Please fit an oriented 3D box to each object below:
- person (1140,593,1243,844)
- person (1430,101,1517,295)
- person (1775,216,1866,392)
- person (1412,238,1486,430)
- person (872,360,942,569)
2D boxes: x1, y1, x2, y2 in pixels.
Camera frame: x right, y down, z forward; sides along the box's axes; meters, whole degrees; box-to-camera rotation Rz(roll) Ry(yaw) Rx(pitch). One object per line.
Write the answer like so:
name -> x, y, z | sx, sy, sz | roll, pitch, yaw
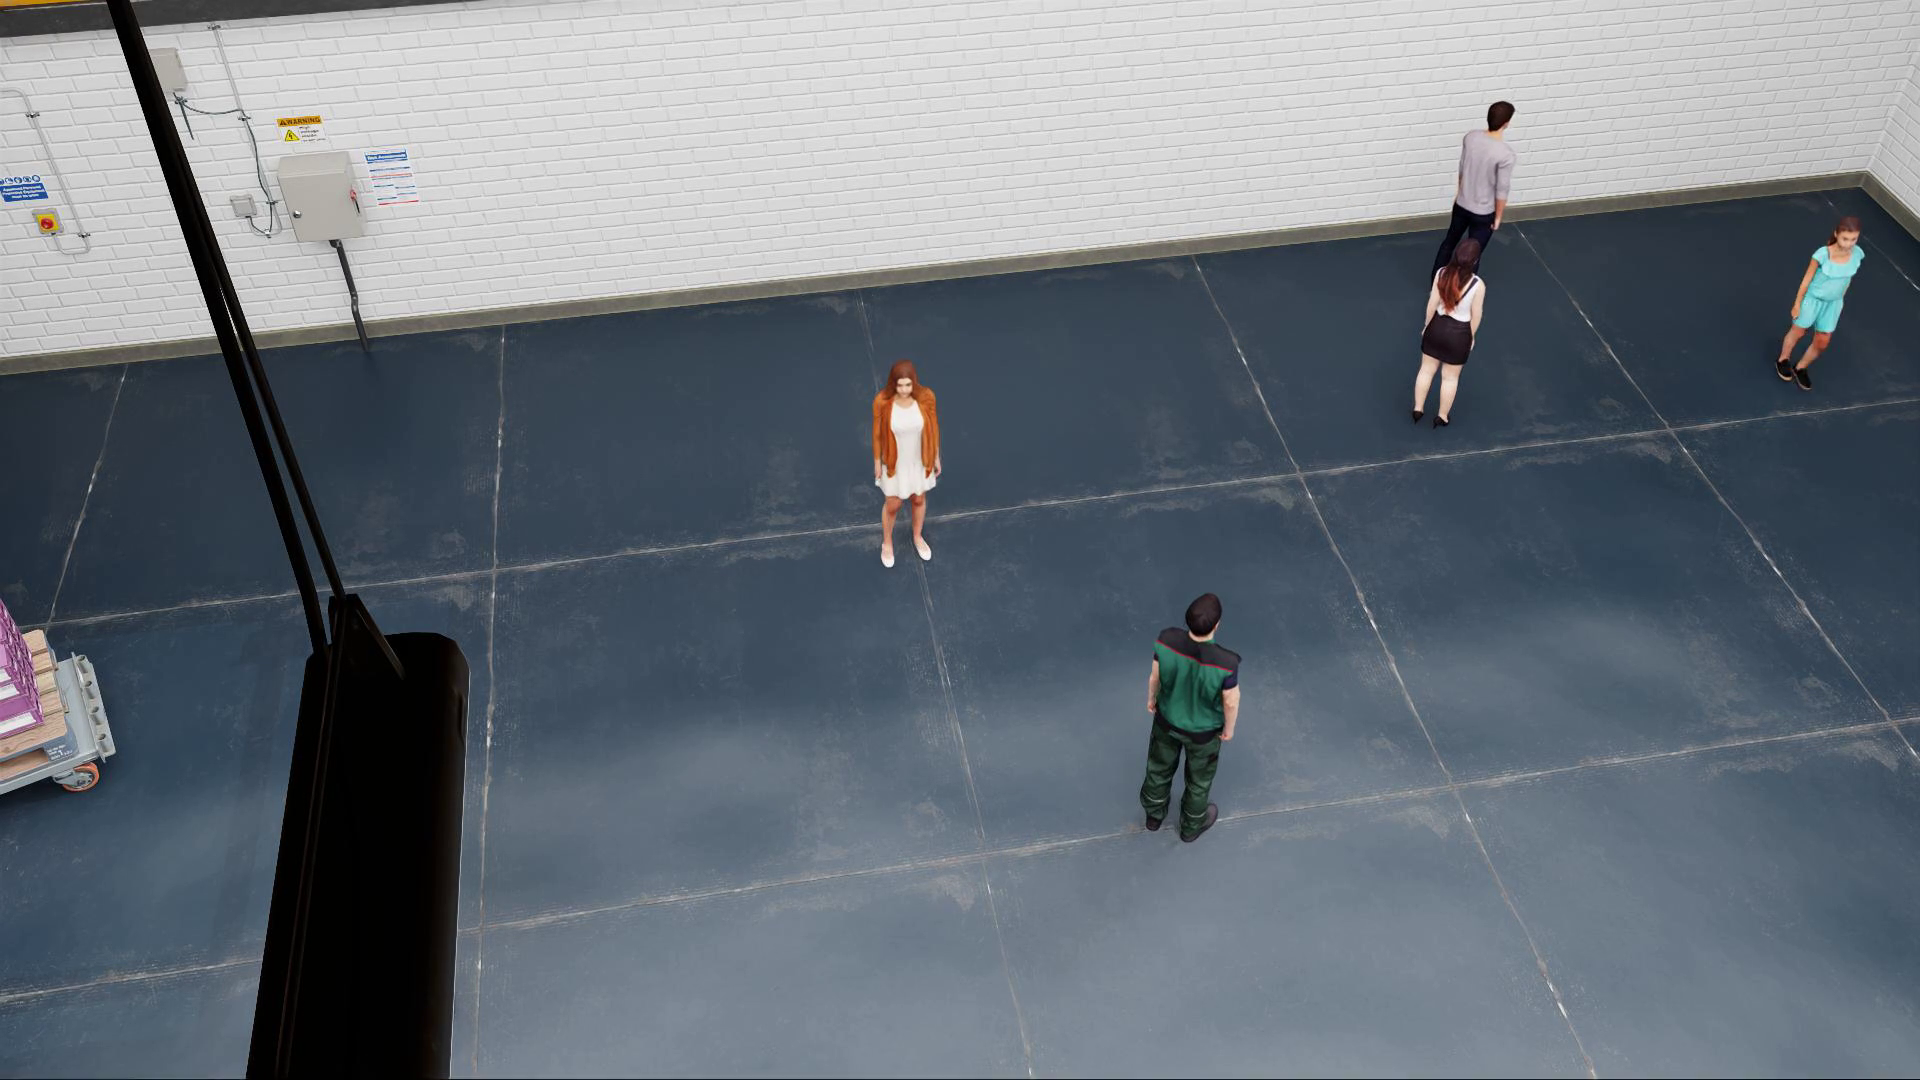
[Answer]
person -> 1.314, 1.022, 9.561 | 0.766, 1.899, 0.792 | 20, 47, 20
person -> 4.196, -2.731, 13.542 | 0.786, 1.842, 0.641 | -27, 50, -26
person -> 6.641, -1.892, 12.883 | 0.635, 1.535, 0.695 | 3, 44, 3
person -> 3.645, -1.533, 12.424 | 0.631, 1.648, 0.683 | 23, 48, 22
person -> -0.351, -0.573, 11.369 | 0.606, 1.714, 0.553 | -8, 44, -9
